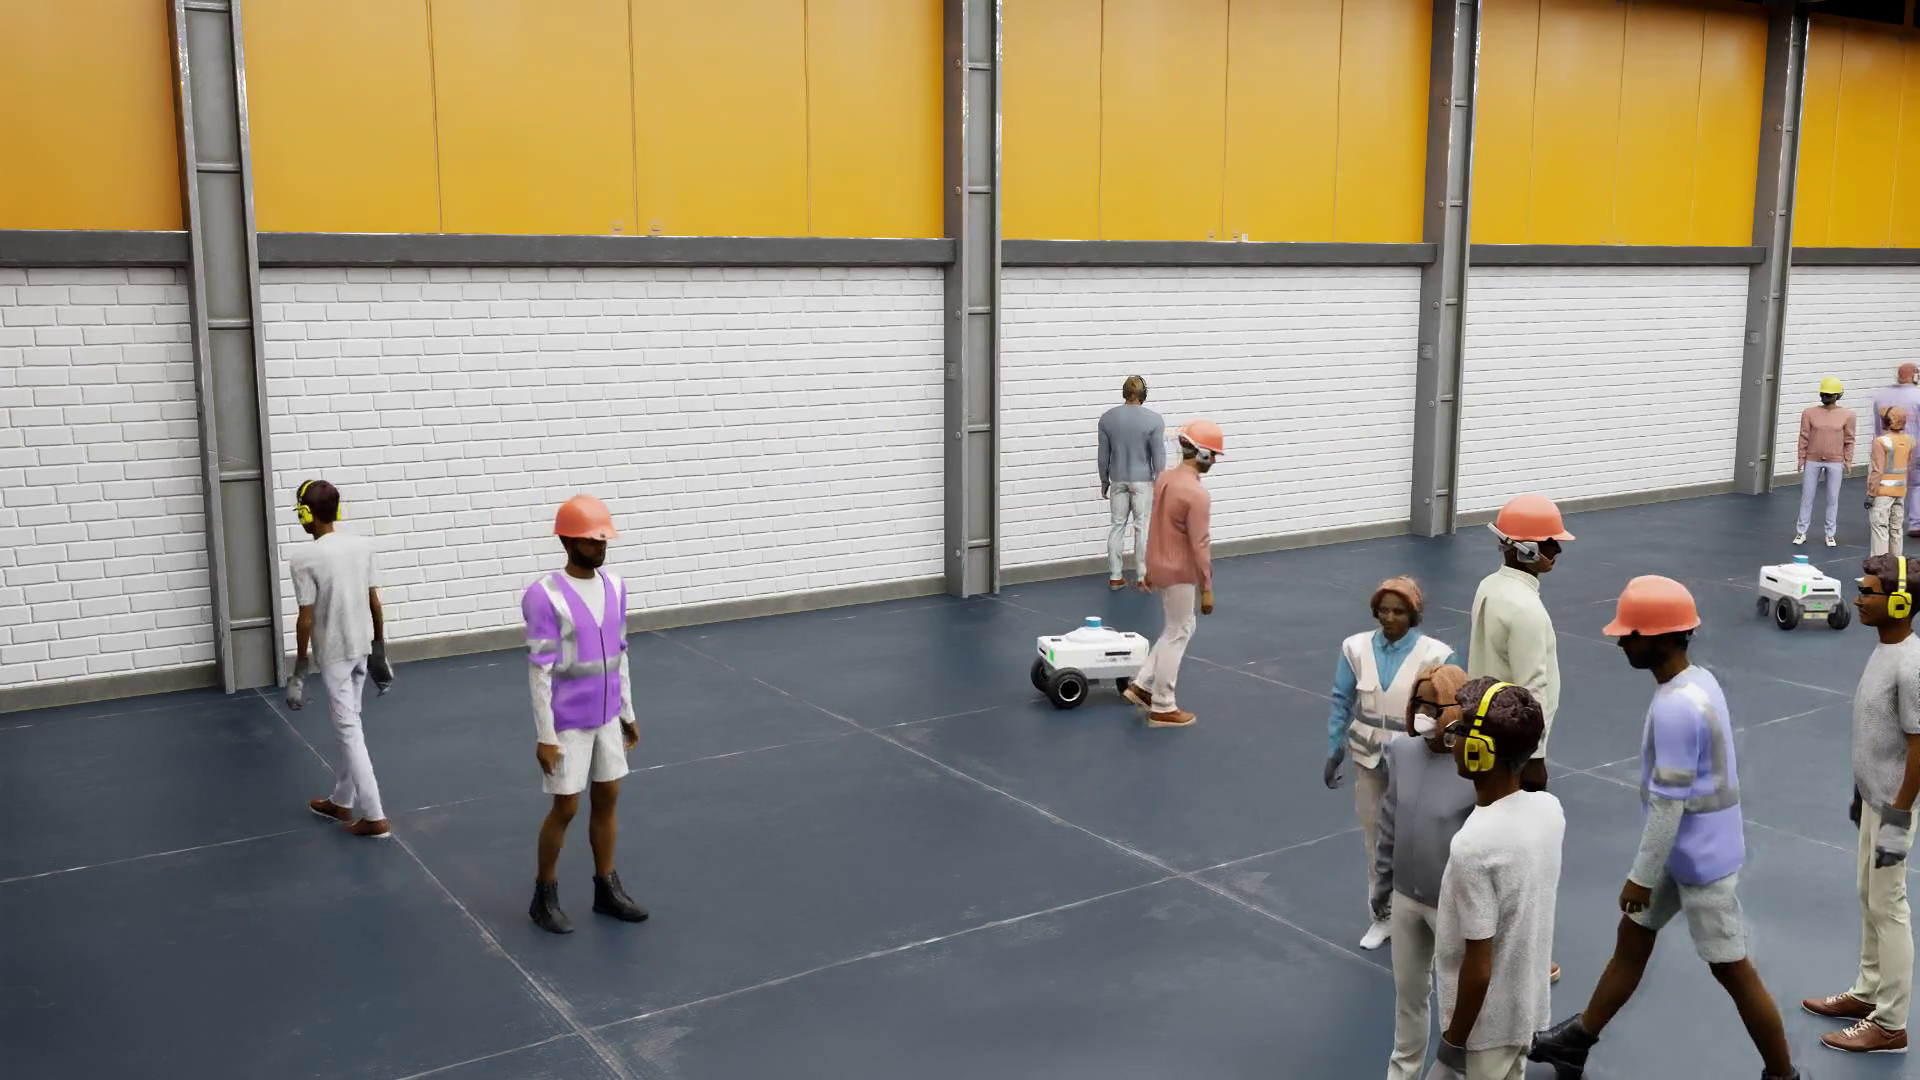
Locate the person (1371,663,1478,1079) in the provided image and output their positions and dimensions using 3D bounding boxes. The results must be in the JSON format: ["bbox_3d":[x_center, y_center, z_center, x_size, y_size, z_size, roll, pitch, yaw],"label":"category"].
[{"bbox_3d":[1.566,1.202,5.485,0.278,1.634,0.497,-6,11,-34],"label":"person"}]

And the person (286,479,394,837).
[{"bbox_3d":[-3.194,0.604,8.507,0.550,1.859,0.565,4,10,24],"label":"person"}]

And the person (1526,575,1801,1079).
[{"bbox_3d":[2.437,1.050,5.665,1.012,1.867,0.549,4,10,23],"label":"person"}]

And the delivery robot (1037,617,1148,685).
[{"bbox_3d":[0.891,0.757,11.128,0.707,0.478,0.477,-2,10,-13],"label":"delivery robot"}]

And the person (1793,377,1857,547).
[{"bbox_3d":[8.950,-0.808,17.212,0.525,1.765,0.329,5,11,30],"label":"person"}]

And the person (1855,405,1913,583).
[{"bbox_3d":[8.447,-0.406,15.161,0.523,1.639,0.306,-5,11,-29],"label":"person"}]

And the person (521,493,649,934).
[{"bbox_3d":[-1.635,0.756,7.284,0.368,1.942,0.547,6,11,34],"label":"person"}]

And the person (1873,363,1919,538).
[{"bbox_3d":[10.010,-0.928,17.584,0.720,1.873,0.662,-5,11,-27],"label":"person"}]

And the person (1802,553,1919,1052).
[{"bbox_3d":[3.405,0.973,6.158,0.335,1.873,0.521,3,10,19],"label":"person"}]

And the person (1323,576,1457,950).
[{"bbox_3d":[1.798,0.957,6.988,0.534,1.621,0.442,7,12,38],"label":"person"}]

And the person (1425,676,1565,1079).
[{"bbox_3d":[1.360,1.275,4.342,0.315,1.870,0.533,8,13,41],"label":"person"}]

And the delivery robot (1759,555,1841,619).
[{"bbox_3d":[6.802,0.368,13.477,0.477,0.478,0.707,0,9,-2],"label":"delivery robot"}]

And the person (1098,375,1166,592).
[{"bbox_3d":[1.534,-0.505,14.854,0.633,1.938,0.356,5,11,28],"label":"person"}]

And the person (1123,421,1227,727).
[{"bbox_3d":[1.405,0.228,10.391,0.484,1.952,0.646,-3,10,-15],"label":"person"}]

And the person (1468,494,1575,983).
[{"bbox_3d":[2.275,0.799,6.828,0.382,1.993,0.622,0,9,0],"label":"person"}]
